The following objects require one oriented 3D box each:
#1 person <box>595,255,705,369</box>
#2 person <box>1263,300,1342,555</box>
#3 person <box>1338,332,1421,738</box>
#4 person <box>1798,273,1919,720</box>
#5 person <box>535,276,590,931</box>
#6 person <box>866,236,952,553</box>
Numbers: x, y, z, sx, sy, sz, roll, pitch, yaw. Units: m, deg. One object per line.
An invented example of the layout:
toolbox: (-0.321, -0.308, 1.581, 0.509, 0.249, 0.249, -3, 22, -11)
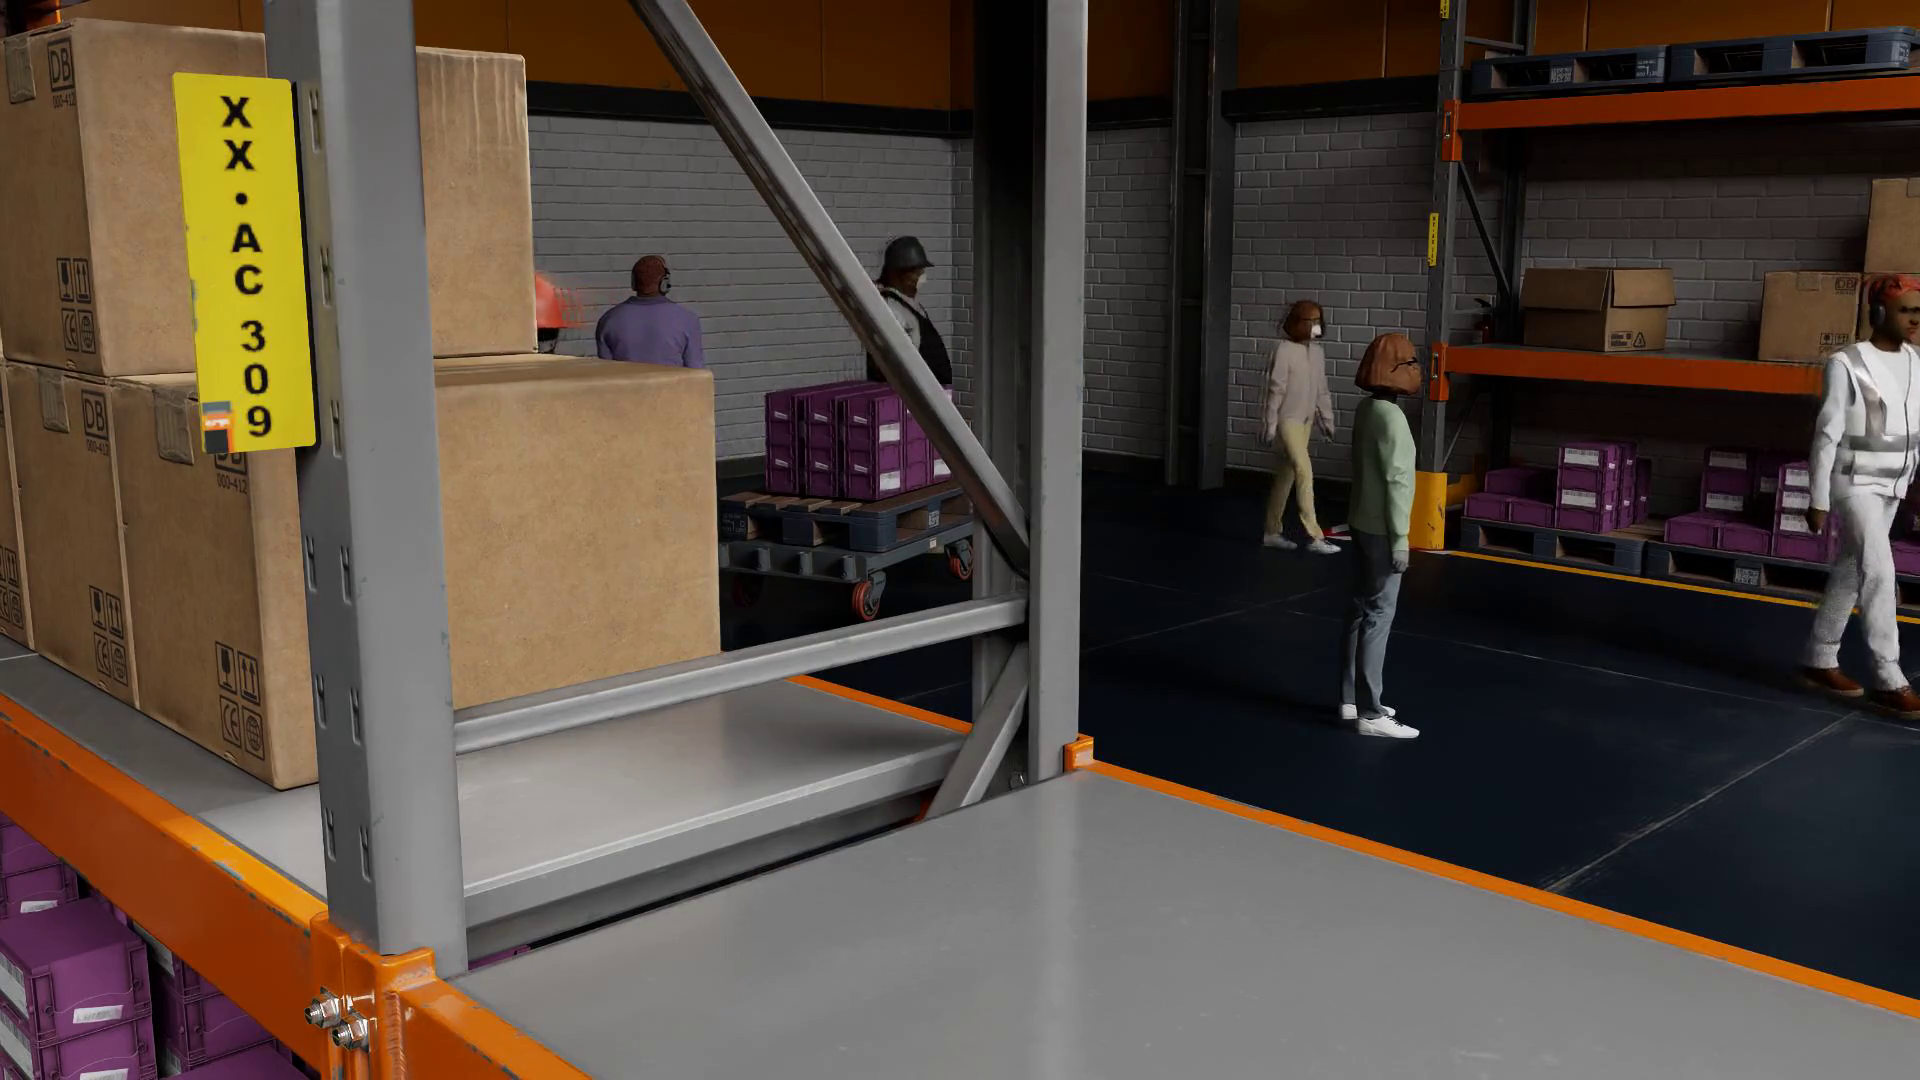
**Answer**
person: (-1.806, -0.725, 9.867, 0.643, 1.908, 0.399, 1, 10, 5)
person: (2.231, -0.705, 10.547, 0.739, 1.600, 0.528, 9, 14, 42)
person: (1.720, -0.023, 6.769, 0.275, 1.636, 0.507, 0, 10, -2)
person: (3.983, -0.184, 7.059, 0.597, 1.847, 0.872, -5, 12, -26)
person: (-1.227, 0.187, 4.840, 0.452, 1.921, 0.579, 10, 15, 44)
person: (-0.404, -0.925, 10.589, 0.711, 2.000, 0.696, 1, 10, 3)
